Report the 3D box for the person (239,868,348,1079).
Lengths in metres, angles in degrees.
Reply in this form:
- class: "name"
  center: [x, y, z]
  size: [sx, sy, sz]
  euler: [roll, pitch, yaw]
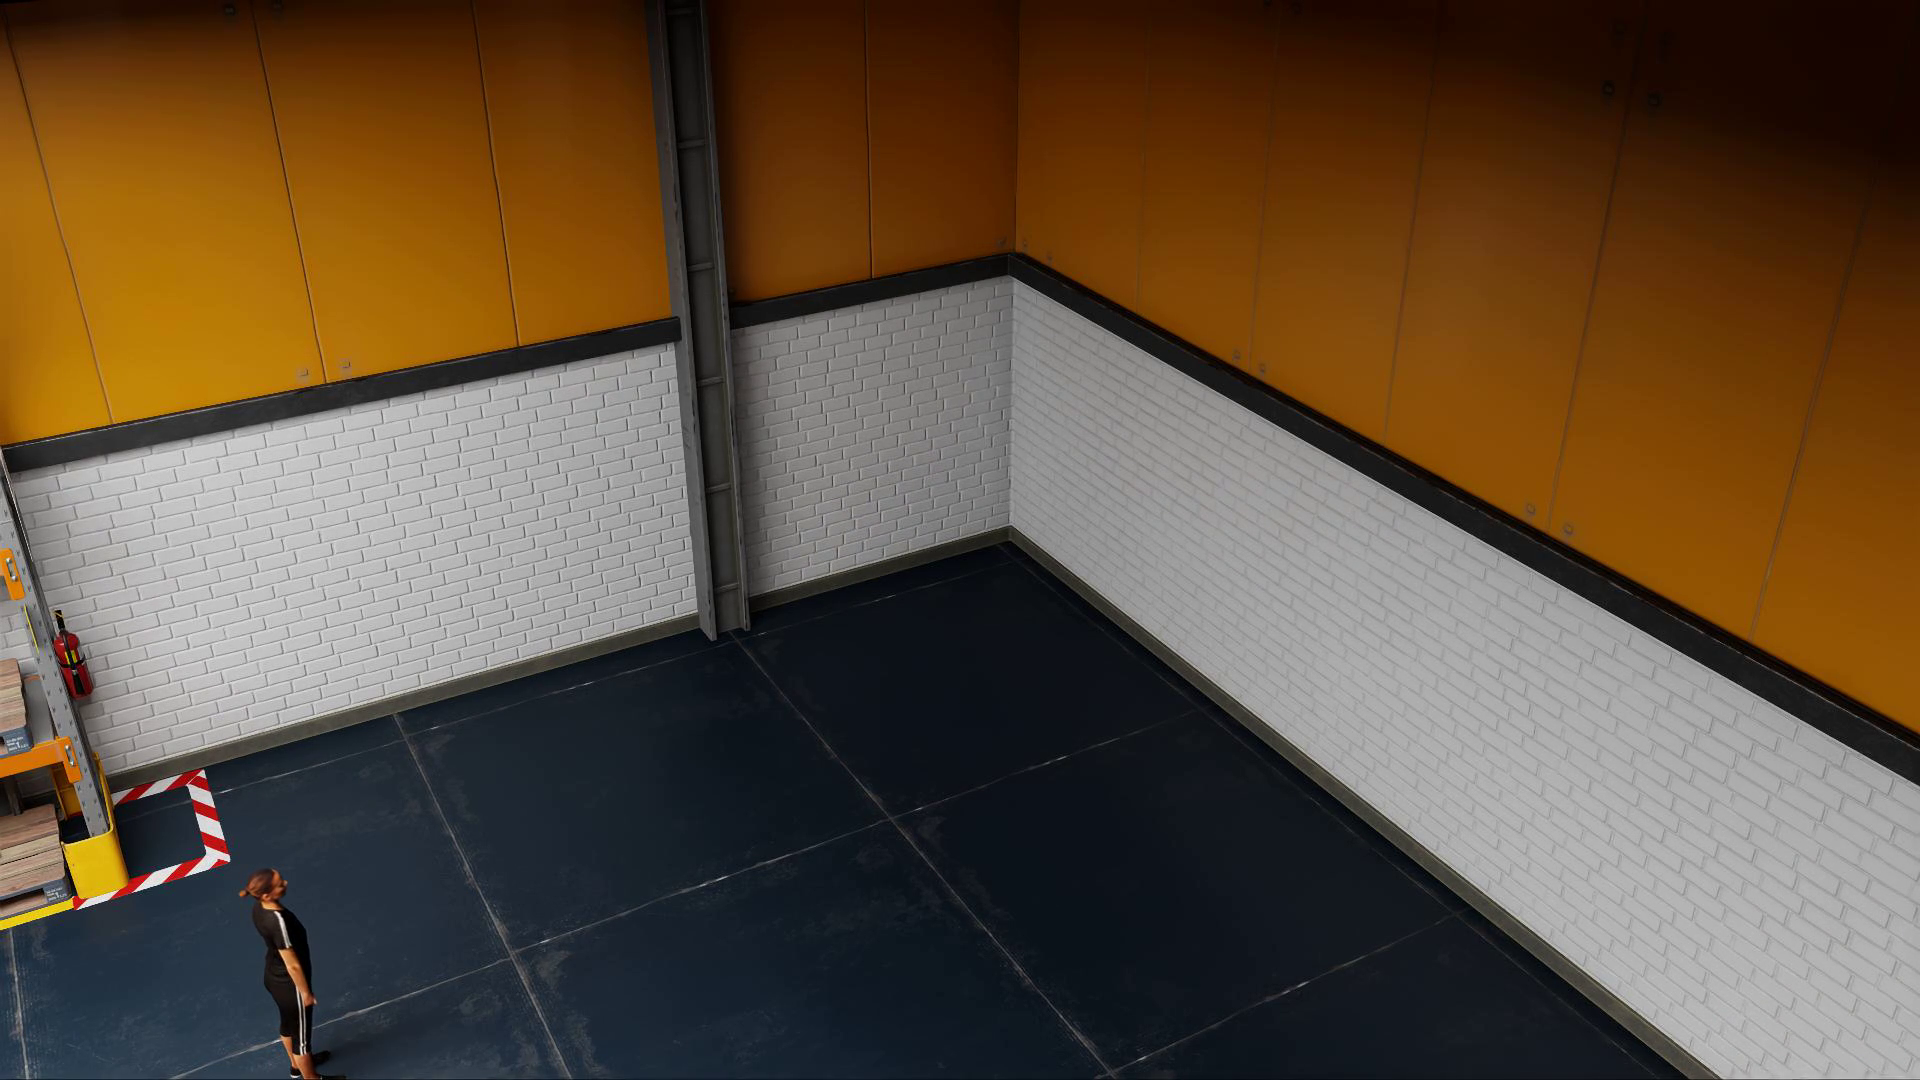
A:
- class: "person"
  center: [-4.126, 2.689, 10.202]
  size: [0.558, 1.668, 0.611]
  euler: [-20, 35, -33]
